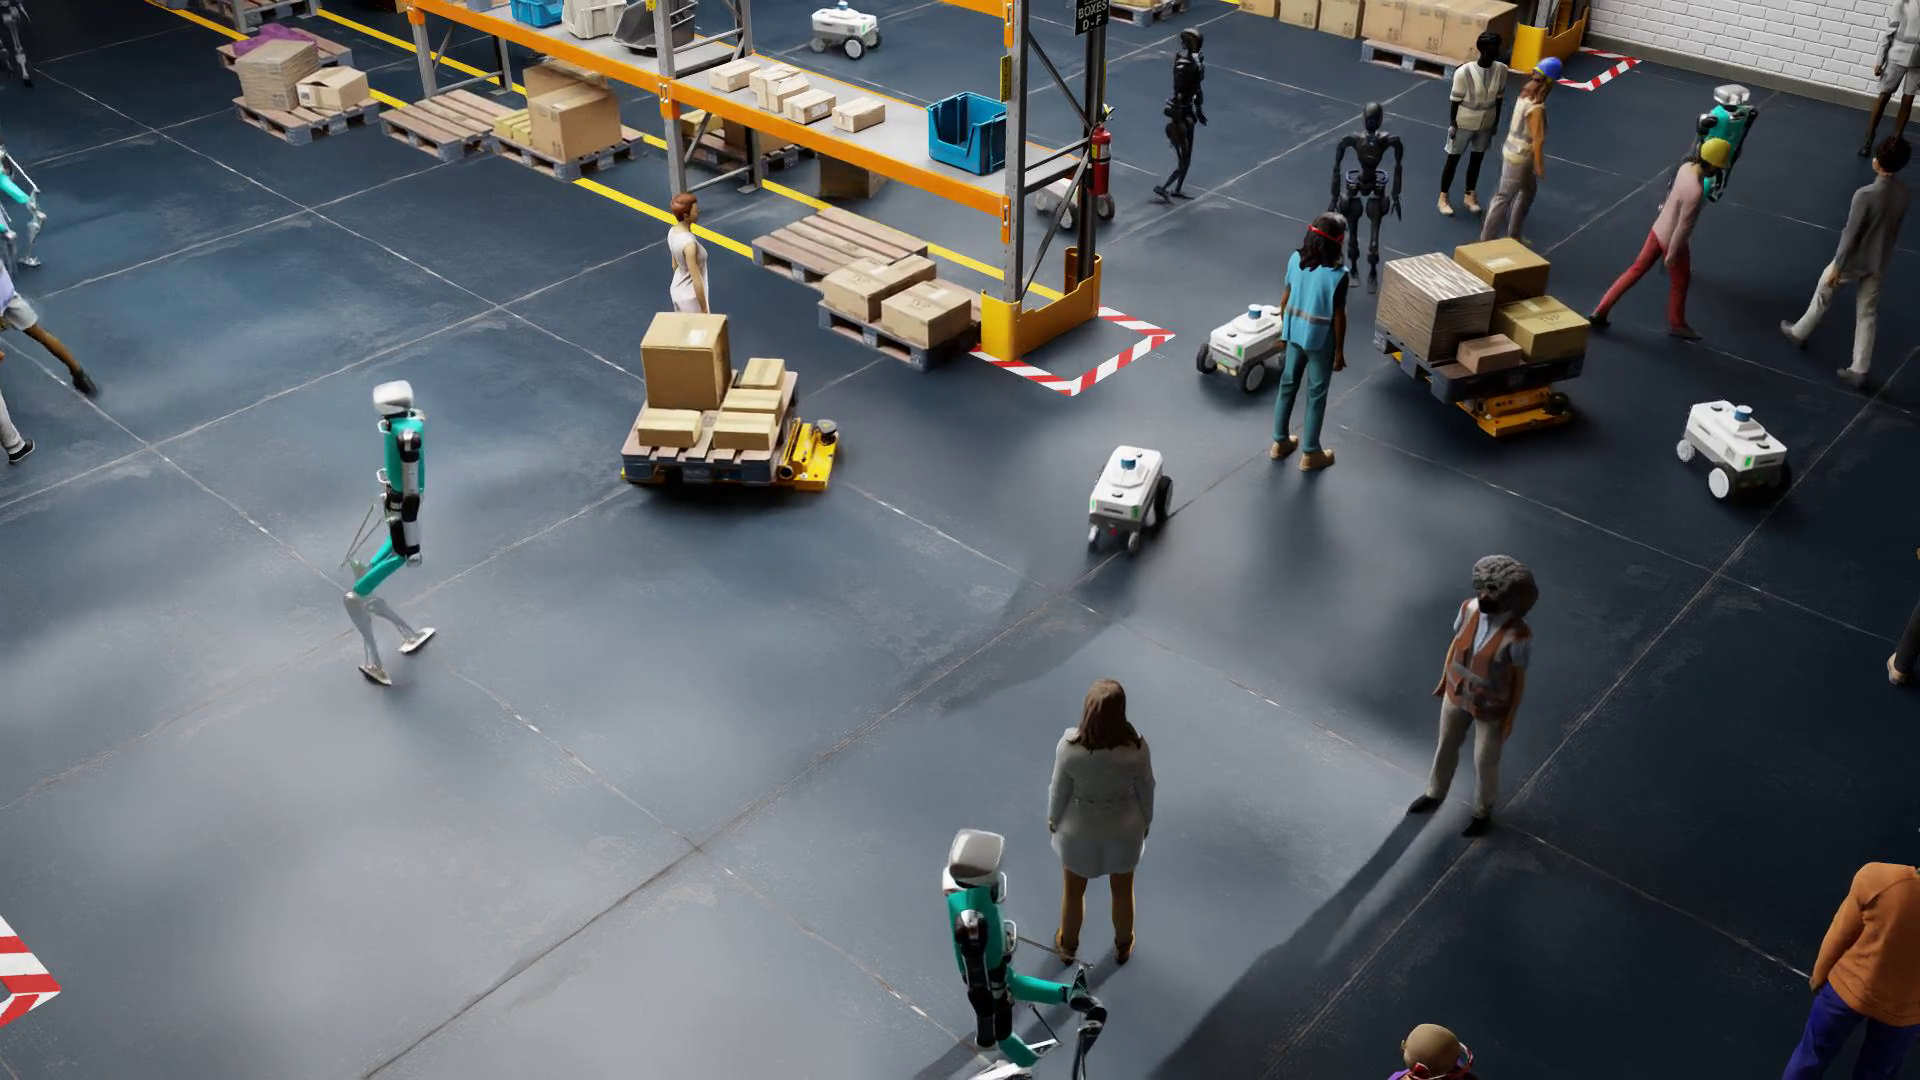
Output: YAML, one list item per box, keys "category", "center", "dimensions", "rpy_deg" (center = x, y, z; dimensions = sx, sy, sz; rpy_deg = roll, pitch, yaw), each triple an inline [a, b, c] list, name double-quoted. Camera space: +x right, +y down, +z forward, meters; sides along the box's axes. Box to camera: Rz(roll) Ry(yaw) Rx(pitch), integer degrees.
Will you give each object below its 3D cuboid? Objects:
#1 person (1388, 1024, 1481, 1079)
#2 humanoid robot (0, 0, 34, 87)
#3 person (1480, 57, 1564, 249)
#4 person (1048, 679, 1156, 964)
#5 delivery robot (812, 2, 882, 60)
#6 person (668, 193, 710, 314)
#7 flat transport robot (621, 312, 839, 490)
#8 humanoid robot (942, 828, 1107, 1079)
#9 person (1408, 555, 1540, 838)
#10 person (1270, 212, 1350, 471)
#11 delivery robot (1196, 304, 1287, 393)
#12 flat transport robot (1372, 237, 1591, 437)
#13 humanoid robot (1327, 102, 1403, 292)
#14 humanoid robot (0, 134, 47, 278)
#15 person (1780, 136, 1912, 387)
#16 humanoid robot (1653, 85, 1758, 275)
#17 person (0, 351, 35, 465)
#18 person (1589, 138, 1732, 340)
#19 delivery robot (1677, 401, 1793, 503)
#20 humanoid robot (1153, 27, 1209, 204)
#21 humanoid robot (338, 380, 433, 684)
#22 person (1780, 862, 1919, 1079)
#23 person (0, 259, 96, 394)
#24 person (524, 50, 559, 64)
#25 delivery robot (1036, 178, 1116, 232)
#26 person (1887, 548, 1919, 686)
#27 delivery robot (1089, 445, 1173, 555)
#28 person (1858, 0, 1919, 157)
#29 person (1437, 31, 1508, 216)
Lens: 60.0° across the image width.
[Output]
- category: "person"
  center: [1.637, 2.373, 6.118]
  dimensions: [0.348, 1.693, 0.478]
  rpy_deg: [22, 40, 29]
- category: "humanoid robot"
  center: [-10.363, -5.696, 17.858]
  dimensions: [0.588, 1.641, 0.740]
  rpy_deg: [-17, 38, -23]
- category: "person"
  center: [4.845, -3.239, 14.188]
  dimensions: [0.618, 1.741, 0.507]
  rpy_deg: [5, 35, 7]
- category: "person"
  center: [0.646, 1.309, 7.687]
  dimensions: [0.486, 1.659, 0.341]
  rpy_deg: [1, 35, 2]
- category: "delivery robot"
  center: [-1.326, -5.848, 19.018]
  dimensions: [0.757, 0.580, 0.499]
  rpy_deg: [14, 37, 20]
- category: "person"
  center: [-1.936, -1.732, 12.093]
  dimensions: [0.282, 1.661, 0.453]
  rpy_deg: [-18, 38, -24]
- category: "flat transport robot"
  center: [-1.611, -0.624, 11.715]
  dimensions: [1.431, 0.231, 0.659]
  rpy_deg: [3, 35, 4]
- category: "humanoid robot"
  center: [0.285, 1.868, 6.860]
  dimensions: [1.078, 1.745, 0.567]
  rpy_deg: [1, 35, 1]
- category: "person"
  center: [2.624, 0.796, 8.407]
  dimensions: [0.314, 1.690, 0.456]
  rpy_deg: [-24, 41, -30]
- category: "person"
  center: [2.394, -1.349, 11.359]
  dimensions: [0.390, 1.865, 0.520]
  rpy_deg: [-28, 43, -34]
- category: "delivery robot"
  center: [2.220, -1.501, 12.747]
  dimensions: [0.809, 0.611, 0.499]
  rpy_deg: [-27, 43, -34]
- category: "flat transport robot"
  center: [3.914, -1.247, 12.617]
  dimensions: [0.659, 0.231, 1.431]
  rpy_deg: [-12, 36, -17]
- category: "humanoid robot"
  center: [3.342, -2.833, 13.683]
  dimensions: [0.609, 1.633, 0.414]
  rpy_deg: [4, 35, 6]
- category: "humanoid robot"
  center: [-8.034, -2.987, 13.933]
  dimensions: [0.727, 1.877, 0.541]
  rpy_deg: [15, 37, 20]
- category: "person"
  center: [6.769, -2.123, 12.497]
  dimensions: [0.556, 1.851, 0.973]
  rpy_deg: [-4, 35, -6]
- category: "humanoid robot"
  center: [6.049, -2.947, 13.884]
  dimensions: [0.552, 1.882, 0.770]
  rpy_deg: [-12, 36, -17]
- category: "person"
  center: [-6.867, -1.324, 11.353]
  dimensions: [0.588, 1.832, 0.403]
  rpy_deg: [-6, 35, -9]
- category: "person"
  center: [5.503, -2.347, 12.943]
  dimensions: [0.879, 1.699, 0.521]
  rpy_deg: [1, 35, 1]
- category: "delivery robot"
  center: [5.352, -0.626, 11.482]
  dimensions: [0.499, 0.614, 0.808]
  rpy_deg: [-8, 35, -12]
- category: "humanoid robot"
  center: [2.034, -3.879, 15.197]
  dimensions: [0.386, 1.649, 0.592]
  rpy_deg: [18, 38, 24]
- category: "humanoid robot"
  center: [-3.383, -0.023, 9.558]
  dimensions: [0.863, 1.781, 0.598]
  rpy_deg: [-13, 37, -18]
- category: "person"
  center: [3.716, 1.807, 6.699]
  dimensions: [0.515, 1.973, 0.407]
  rpy_deg: [19, 39, 26]
- category: "person"
  center: [-6.963, -1.772, 11.978]
  dimensions: [0.958, 1.870, 0.618]
  rpy_deg: [-6, 35, -8]
- category: "person"
  center: [-4.722, -6.147, 18.408]
  dimensions: [0.324, 1.751, 0.558]
  rpy_deg: [-26, 42, -32]
- category: "delivery robot"
  center: [1.026, -3.192, 15.175]
  dimensions: [0.499, 0.585, 0.777]
  rpy_deg: [-21, 40, -27]
- category: "person"
  center: [5.674, 0.072, 9.318]
  dimensions: [0.513, 1.843, 0.327]
  rpy_deg: [19, 39, 26]
- category: "delivery robot"
  center: [1.104, -0.309, 11.014]
  dimensions: [0.499, 0.603, 0.803]
  rpy_deg: [11, 36, 16]
- category: "person"
  center: [9.160, -4.632, 16.068]
  dimensions: [0.546, 1.926, 0.388]
  rpy_deg: [13, 37, 18]
- category: "person"
  center: [4.629, -3.756, 15.001]
  dimensions: [0.531, 1.691, 0.319]
  rpy_deg: [-8, 35, -12]
